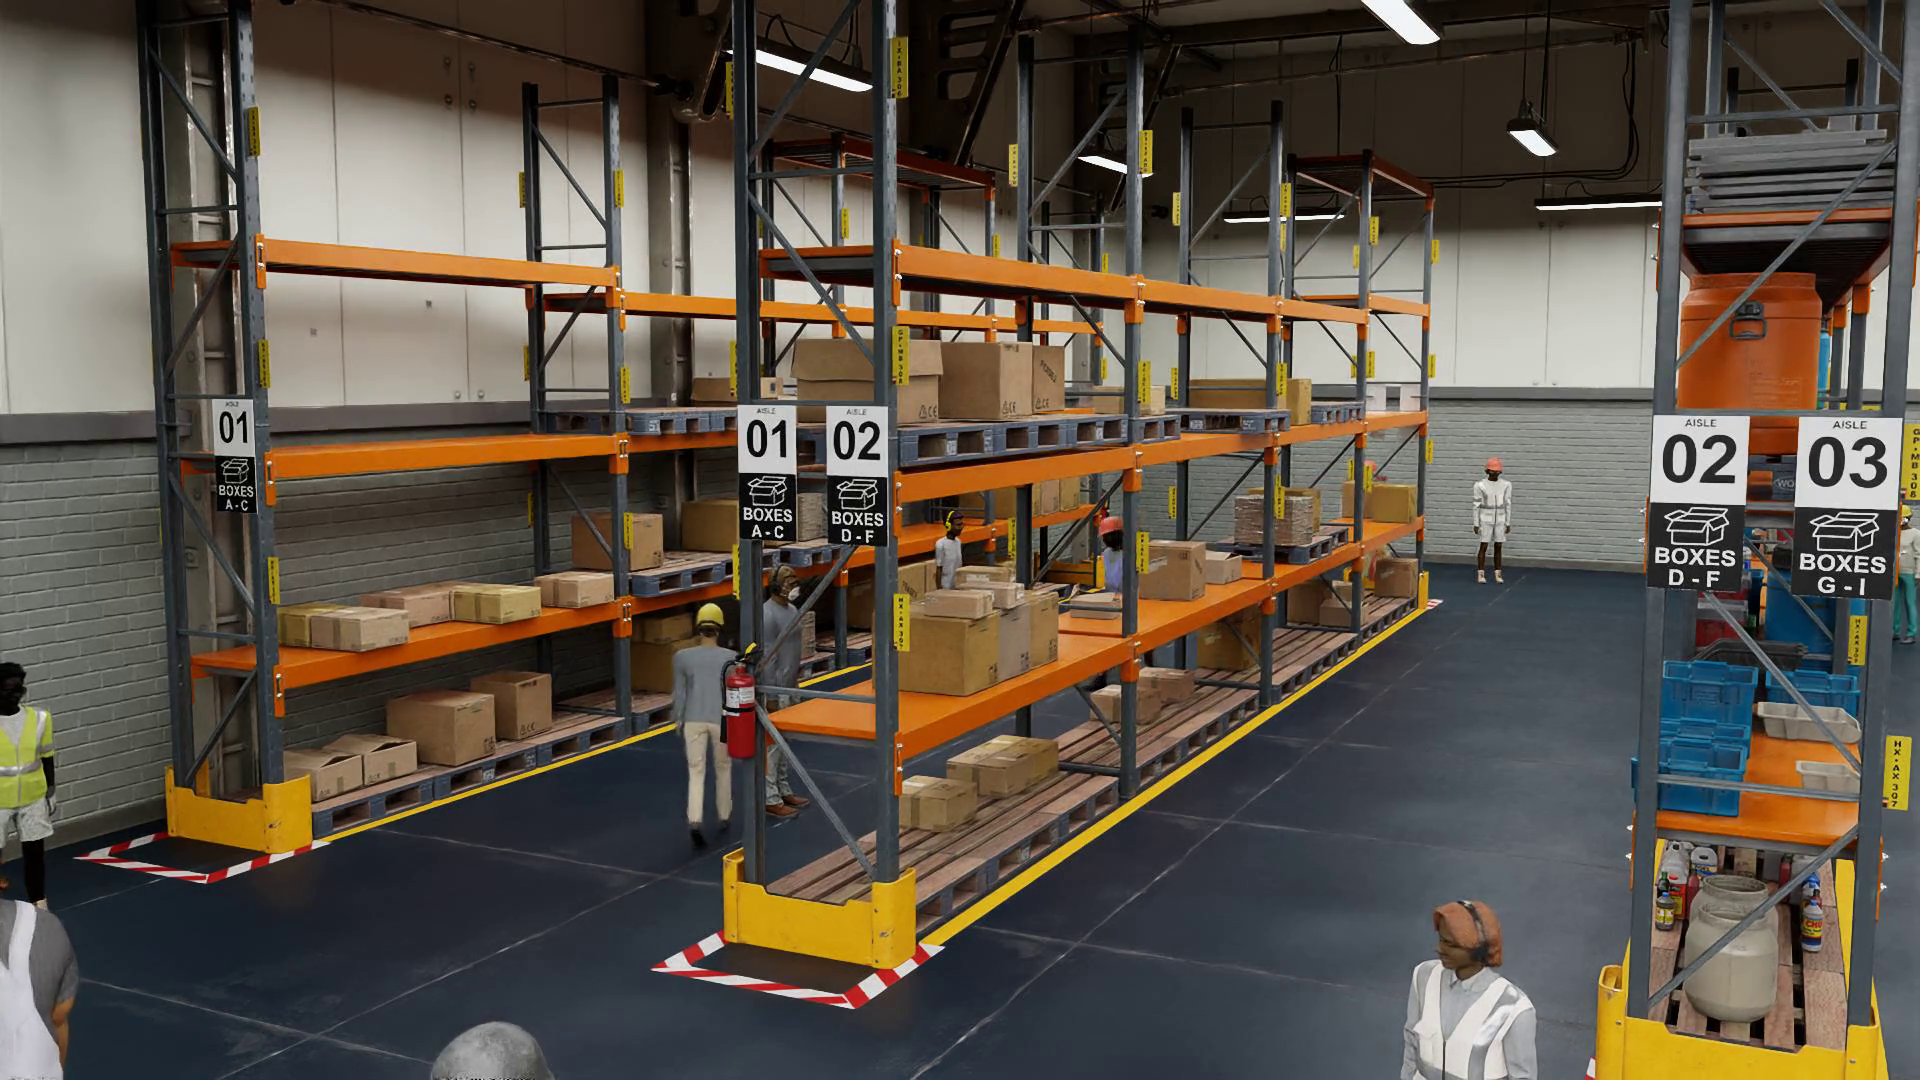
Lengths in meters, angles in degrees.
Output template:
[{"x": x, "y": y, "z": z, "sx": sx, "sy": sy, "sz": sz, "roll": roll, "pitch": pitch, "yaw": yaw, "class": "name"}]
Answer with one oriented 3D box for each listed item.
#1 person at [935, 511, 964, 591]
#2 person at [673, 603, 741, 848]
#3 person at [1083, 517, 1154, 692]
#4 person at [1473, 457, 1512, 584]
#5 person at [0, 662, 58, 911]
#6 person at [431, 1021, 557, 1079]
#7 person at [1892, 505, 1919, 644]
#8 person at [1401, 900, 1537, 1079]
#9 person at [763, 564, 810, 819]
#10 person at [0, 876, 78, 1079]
[{"x": -0.109, "y": 0.598, "z": 18.564, "sx": 0.326, "sy": 1.861, "sz": 0.511, "roll": 3, "pitch": 7, "yaw": 28, "class": "person"}, {"x": -1.834, "y": 1.333, "z": 12.073, "sx": 0.529, "sy": 1.734, "sz": 0.854, "roll": 0, "pitch": 6, "yaw": -3, "class": "person"}, {"x": 1.751, "y": 0.694, "z": 17.643, "sx": 0.824, "sy": 1.894, "sz": 0.565, "roll": -5, "pitch": 8, "yaw": -41, "class": "person"}, {"x": 8.481, "y": -0.301, "z": 26.485, "sx": 0.600, "sy": 2.036, "sz": 0.402, "roll": 0, "pitch": 6, "yaw": -3, "class": "person"}, {"x": -5.704, "y": 1.563, "z": 9.988, "sx": 0.320, "sy": 1.691, "sz": 0.537, "roll": 5, "pitch": 8, "yaw": 41, "class": "person"}, {"x": -1.010, "y": 2.035, "z": 3.696, "sx": 0.684, "sy": 2.000, "sz": 0.536, "roll": 1, "pitch": 6, "yaw": 8, "class": "person"}, {"x": 11.775, "y": 0.418, "z": 20.818, "sx": 0.341, "sy": 1.752, "sz": 0.531, "roll": -3, "pitch": 6, "yaw": -25, "class": "person"}, {"x": 1.730, "y": 2.030, "z": 5.696, "sx": 0.310, "sy": 1.636, "sz": 0.523, "roll": -4, "pitch": 7, "yaw": -35, "class": "person"}, {"x": -1.373, "y": 1.150, "z": 12.799, "sx": 0.372, "sy": 1.940, "sz": 0.631, "roll": 1, "pitch": 6, "yaw": 12, "class": "person"}, {"x": -3.236, "y": 1.859, "z": 5.408, "sx": 0.536, "sy": 2.000, "sz": 0.691, "roll": 2, "pitch": 6, "yaw": 19, "class": "person"}]
